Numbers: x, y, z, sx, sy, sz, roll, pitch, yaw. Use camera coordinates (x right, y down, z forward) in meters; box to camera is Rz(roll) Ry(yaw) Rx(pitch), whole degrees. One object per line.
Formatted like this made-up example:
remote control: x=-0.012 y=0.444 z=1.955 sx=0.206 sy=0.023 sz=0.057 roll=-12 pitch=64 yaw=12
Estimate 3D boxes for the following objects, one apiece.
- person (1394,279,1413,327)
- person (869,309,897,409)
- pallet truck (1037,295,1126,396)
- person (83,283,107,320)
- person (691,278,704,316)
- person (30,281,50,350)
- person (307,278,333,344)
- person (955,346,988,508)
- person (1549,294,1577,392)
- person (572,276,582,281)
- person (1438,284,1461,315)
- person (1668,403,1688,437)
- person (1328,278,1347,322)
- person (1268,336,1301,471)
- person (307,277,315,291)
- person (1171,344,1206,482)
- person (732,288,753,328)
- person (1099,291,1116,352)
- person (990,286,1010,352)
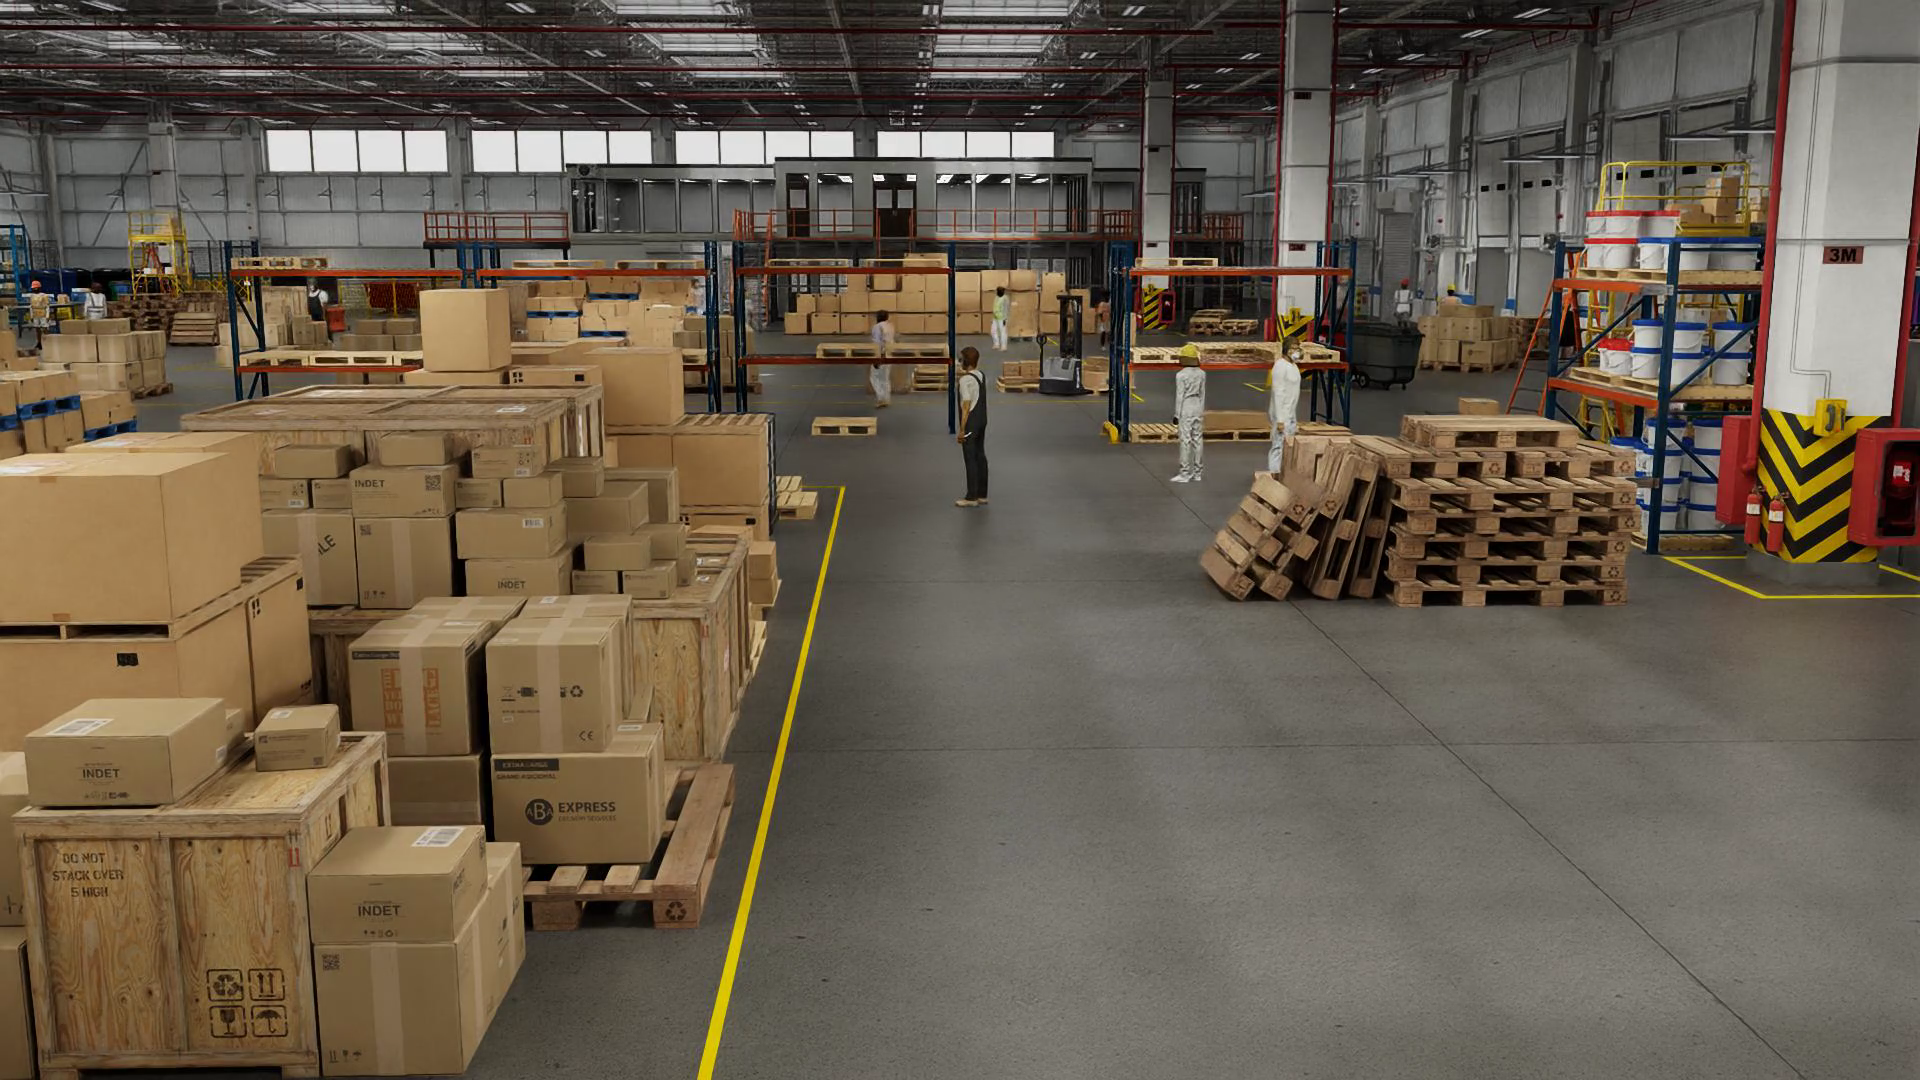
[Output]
person: x=13.593 y=-7.036 z=50.961 sx=0.560 sy=1.894 sz=0.991 roll=2 pitch=10 yaw=9
person: x=-1.394 y=-3.298 z=30.367 sx=0.481 sy=1.804 sz=0.667 roll=7 pitch=12 yaw=35
pallet truck: x=2.483 y=-3.881 z=33.060 sx=1.885 sy=1.965 sz=0.823 roll=-7 pitch=13 yaw=-36
person: x=-24.914 y=-6.486 z=48.035 sx=0.903 sy=1.830 sz=0.657 roll=6 pitch=12 yaw=31
person: x=-8.305 y=-7.231 z=52.020 sx=0.630 sy=1.904 sz=0.974 roll=-7 pitch=12 yaw=-34
person: x=-25.833 y=-6.292 z=46.659 sx=0.553 sy=1.935 sz=0.364 roll=1 pitch=10 yaw=6
person: x=-18.398 y=-6.527 z=47.682 sx=0.678 sy=2.000 sz=0.866 roll=1 pitch=10 yaw=8
person: x=0.136 y=-1.290 z=19.049 sx=0.339 sy=1.845 sz=0.507 roll=6 pitch=12 yaw=31
person: x=12.178 y=-3.960 z=33.553 sx=0.608 sy=1.987 sz=0.403 roll=-2 pitch=10 yaw=-9
person: x=-12.426 y=-7.793 z=54.831 sx=0.627 sy=2.019 sz=0.764 roll=10 pitch=14 yaw=43
person: x=12.930 y=-5.803 z=43.966 sx=0.594 sy=1.924 sz=0.382 roll=2 pitch=10 yaw=11
person: x=9.333 y=-1.792 z=21.844 sx=0.771 sy=1.858 sz=0.608 roll=4 pitch=11 yaw=23
person: x=12.172 y=-7.479 z=53.324 sx=1.071 sy=1.930 sz=0.619 roll=0 pitch=10 yaw=-2
person: x=3.835 y=-1.435 z=19.610 sx=0.375 sy=1.936 sz=0.627 roll=5 pitch=11 yaw=26
person: x=-23.174 y=-8.527 z=59.597 sx=0.328 sy=1.767 sz=0.533 roll=1 pitch=10 yaw=6
person: x=2.894 y=-1.605 z=21.093 sx=0.492 sy=1.740 sz=0.312 roll=-8 pitch=13 yaw=-36
person: x=-5.666 y=-5.619 z=43.156 sx=0.561 sy=1.850 sz=0.483 roll=1 pitch=10 yaw=8
person: x=4.061 y=-5.999 z=45.744 sx=0.536 sy=1.681 sz=0.503 roll=-5 pitch=11 yaw=-27
person: x=1.065 y=-6.060 z=45.683 sx=0.592 sy=1.821 sz=0.660 roll=-5 pitch=12 yaw=-28
